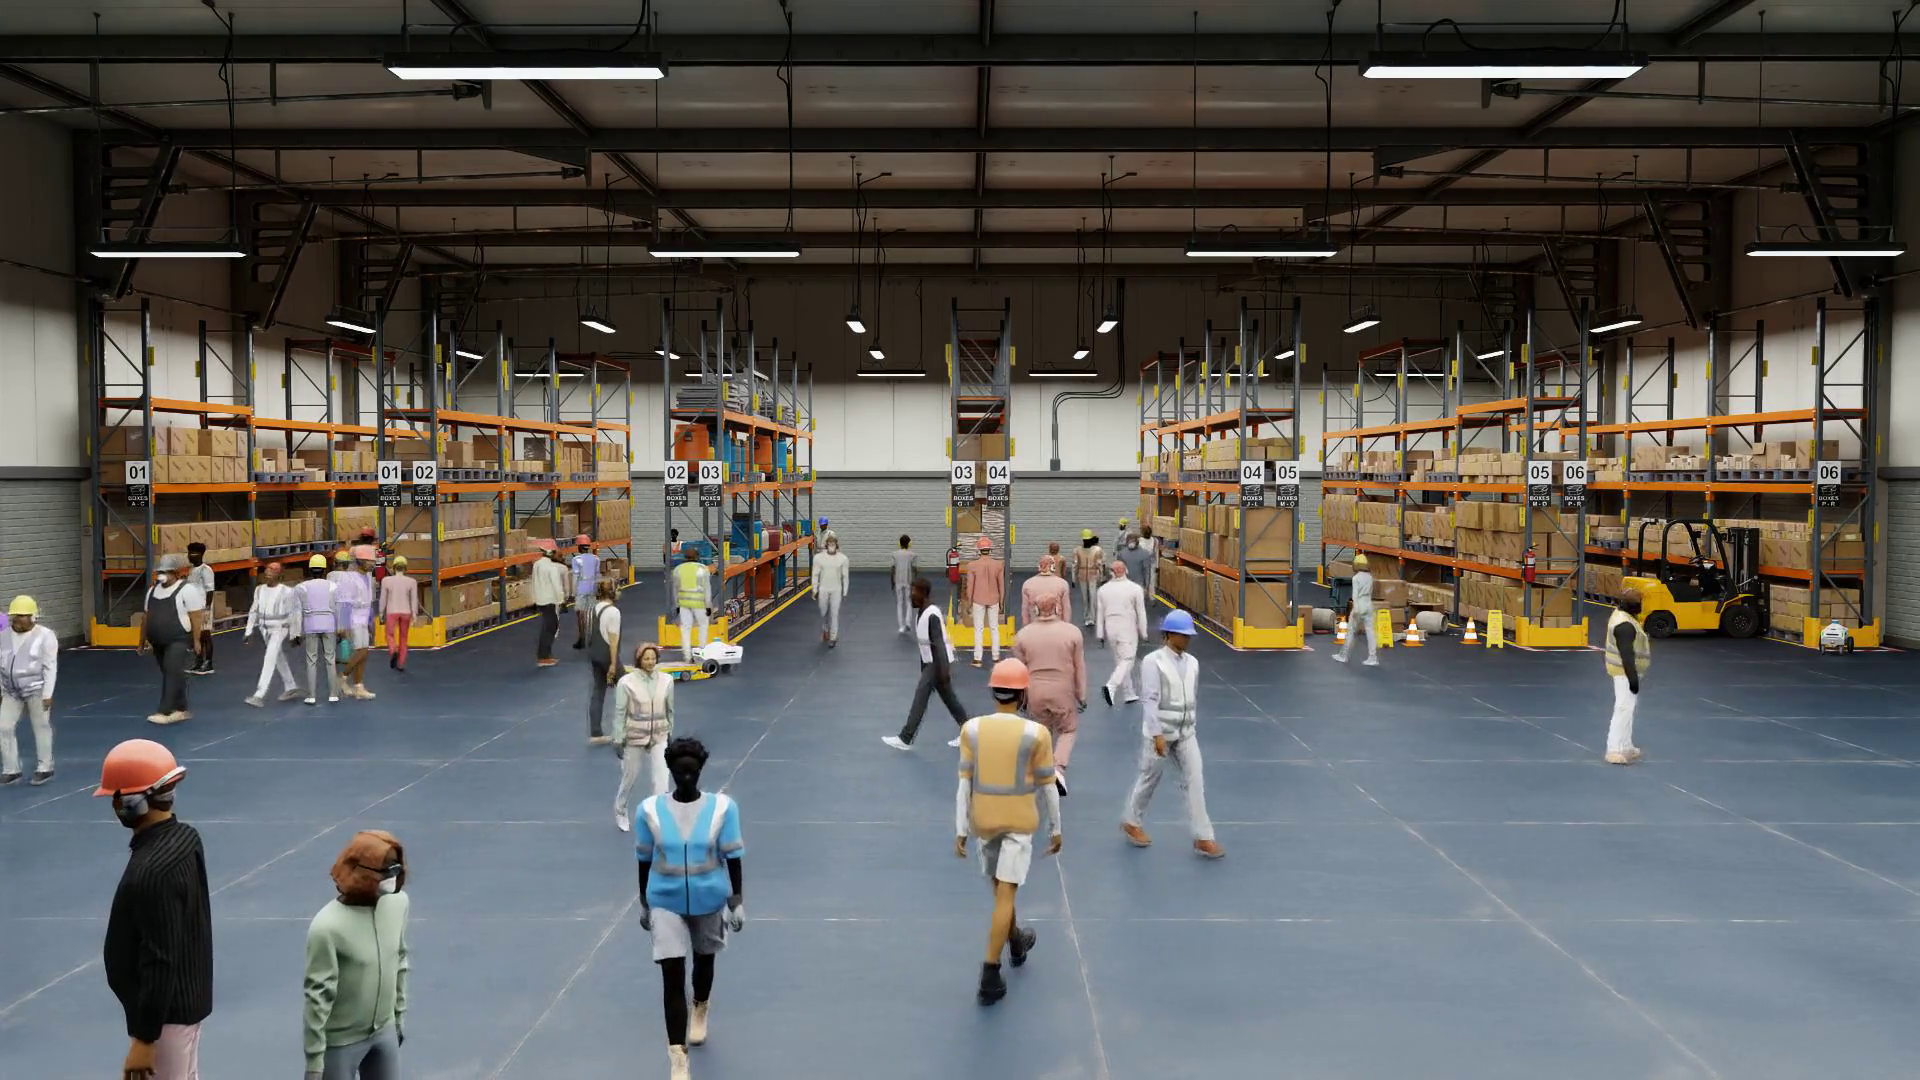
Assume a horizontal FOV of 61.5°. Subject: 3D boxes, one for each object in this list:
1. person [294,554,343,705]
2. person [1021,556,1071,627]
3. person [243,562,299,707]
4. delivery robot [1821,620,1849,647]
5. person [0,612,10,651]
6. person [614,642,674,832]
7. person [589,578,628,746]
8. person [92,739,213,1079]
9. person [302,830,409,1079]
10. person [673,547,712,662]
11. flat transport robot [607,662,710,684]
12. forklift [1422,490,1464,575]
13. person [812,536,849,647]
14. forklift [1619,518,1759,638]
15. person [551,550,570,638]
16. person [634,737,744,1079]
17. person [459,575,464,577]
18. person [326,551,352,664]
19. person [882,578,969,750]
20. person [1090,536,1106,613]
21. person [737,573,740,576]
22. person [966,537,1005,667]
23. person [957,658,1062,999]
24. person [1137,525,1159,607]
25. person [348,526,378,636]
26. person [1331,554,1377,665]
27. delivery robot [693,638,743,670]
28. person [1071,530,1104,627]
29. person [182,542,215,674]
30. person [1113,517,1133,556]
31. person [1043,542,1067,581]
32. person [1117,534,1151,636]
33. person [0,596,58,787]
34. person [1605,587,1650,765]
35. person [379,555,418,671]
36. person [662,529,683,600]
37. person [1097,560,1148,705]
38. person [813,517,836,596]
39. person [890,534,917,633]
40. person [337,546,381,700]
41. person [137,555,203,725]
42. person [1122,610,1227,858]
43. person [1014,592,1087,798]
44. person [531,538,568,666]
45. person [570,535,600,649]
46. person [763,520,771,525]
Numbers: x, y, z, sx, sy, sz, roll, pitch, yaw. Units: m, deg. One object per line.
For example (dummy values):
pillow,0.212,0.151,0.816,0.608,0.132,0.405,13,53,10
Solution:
person,-8.276,1.150,20.840,0.585,1.928,0.368,-1,3,-25
person,1.132,1.155,21.100,0.642,1.899,0.399,1,2,13
person,-8.864,1.204,20.855,0.593,1.835,0.983,1,2,24
delivery robot,14.484,1.567,26.726,0.477,0.478,0.707,2,3,35
person,-9.876,1.332,16.368,0.567,1.911,0.542,0,2,-1
person,-2.588,1.616,13.148,0.530,1.607,0.819,-1,3,-33
person,-3.812,1.326,17.735,0.513,1.824,0.656,2,3,41
person,-2.936,1.714,5.893,0.392,1.988,0.609,-1,2,-17
person,-2.280,1.891,6.103,0.361,1.617,0.533,1,3,25
person,-4.155,1.024,25.392,0.661,1.811,0.832,0,2,11
flat transport robot,-4.358,1.898,23.080,1.431,0.197,0.652,-2,3,-37
forklift,13.926,-0.371,47.846,1.873,2.768,1.129,0,2,0
person,-2.239,0.873,28.029,0.642,1.920,0.791,0,2,-2
forklift,13.417,0.684,29.791,2.313,2.155,1.214,0,2,0
person,-7.355,0.976,29.392,0.515,1.584,0.808,0,2,4
person,-1.355,1.790,8.072,0.536,1.657,0.874,0,2,-10
person,-11.481,0.513,37.089,0.636,1.916,0.765,0,2,8
person,-9.660,1.056,25.230,0.533,1.765,0.326,1,2,22
person,-0.303,1.327,17.448,1.051,1.862,0.598,0,2,-10
person,2.842,0.748,34.026,0.553,1.674,0.599,1,2,21
person,-6.403,0.141,47.250,0.564,1.846,0.393,0,2,8
person,0.391,0.954,24.920,0.609,1.997,0.375,-1,2,-13
person,0.297,1.627,9.385,0.571,1.878,1.012,1,2,22
person,4.195,0.584,36.216,0.601,1.833,0.966,0,2,-2
person,-10.755,0.762,29.395,0.649,2.017,0.744,0,2,-2
person,6.200,1.082,25.233,0.502,1.700,0.857,-2,3,-37
delivery robot,-3.571,1.683,23.824,0.707,0.478,0.477,-2,3,-37
person,2.447,0.752,31.262,0.617,1.885,0.904,0,2,12
person,-11.307,1.005,23.999,0.602,1.967,0.370,2,3,41
person,4.451,0.281,44.280,0.453,1.799,0.678,-2,3,-44
person,1.867,0.860,32.103,0.523,1.606,0.509,0,2,0
person,3.156,0.829,29.409,0.648,1.885,1.015,1,2,16
person,-8.854,1.431,15.226,0.628,1.805,0.690,0,2,7
person,6.885,1.379,16.657,0.430,1.810,0.747,1,2,20
person,-8.413,1.108,24.208,0.558,1.737,0.576,-1,3,-25
person,-6.754,0.577,38.106,0.530,1.697,0.321,0,2,-12
person,2.052,1.189,20.720,0.646,1.858,0.872,2,3,36
person,-3.305,0.409,39.269,0.618,1.944,0.397,1,3,29
person,-1.062,0.819,30.288,0.514,1.851,0.427,0,2,-2
person,-7.860,1.096,21.167,0.518,2.024,0.666,0,2,3
person,-9.440,1.184,19.117,0.711,2.000,0.935,1,2,18
person,1.648,1.491,12.640,0.614,1.909,0.959,-1,3,-32
person,0.823,1.413,14.695,0.659,1.884,0.456,1,2,14
person,-6.334,0.960,25.053,0.608,1.974,0.623,-2,3,-38
person,-6.417,0.879,27.568,0.373,1.934,0.550,2,3,44
person,-5.642,0.244,47.286,0.279,1.634,0.499,1,2,20
